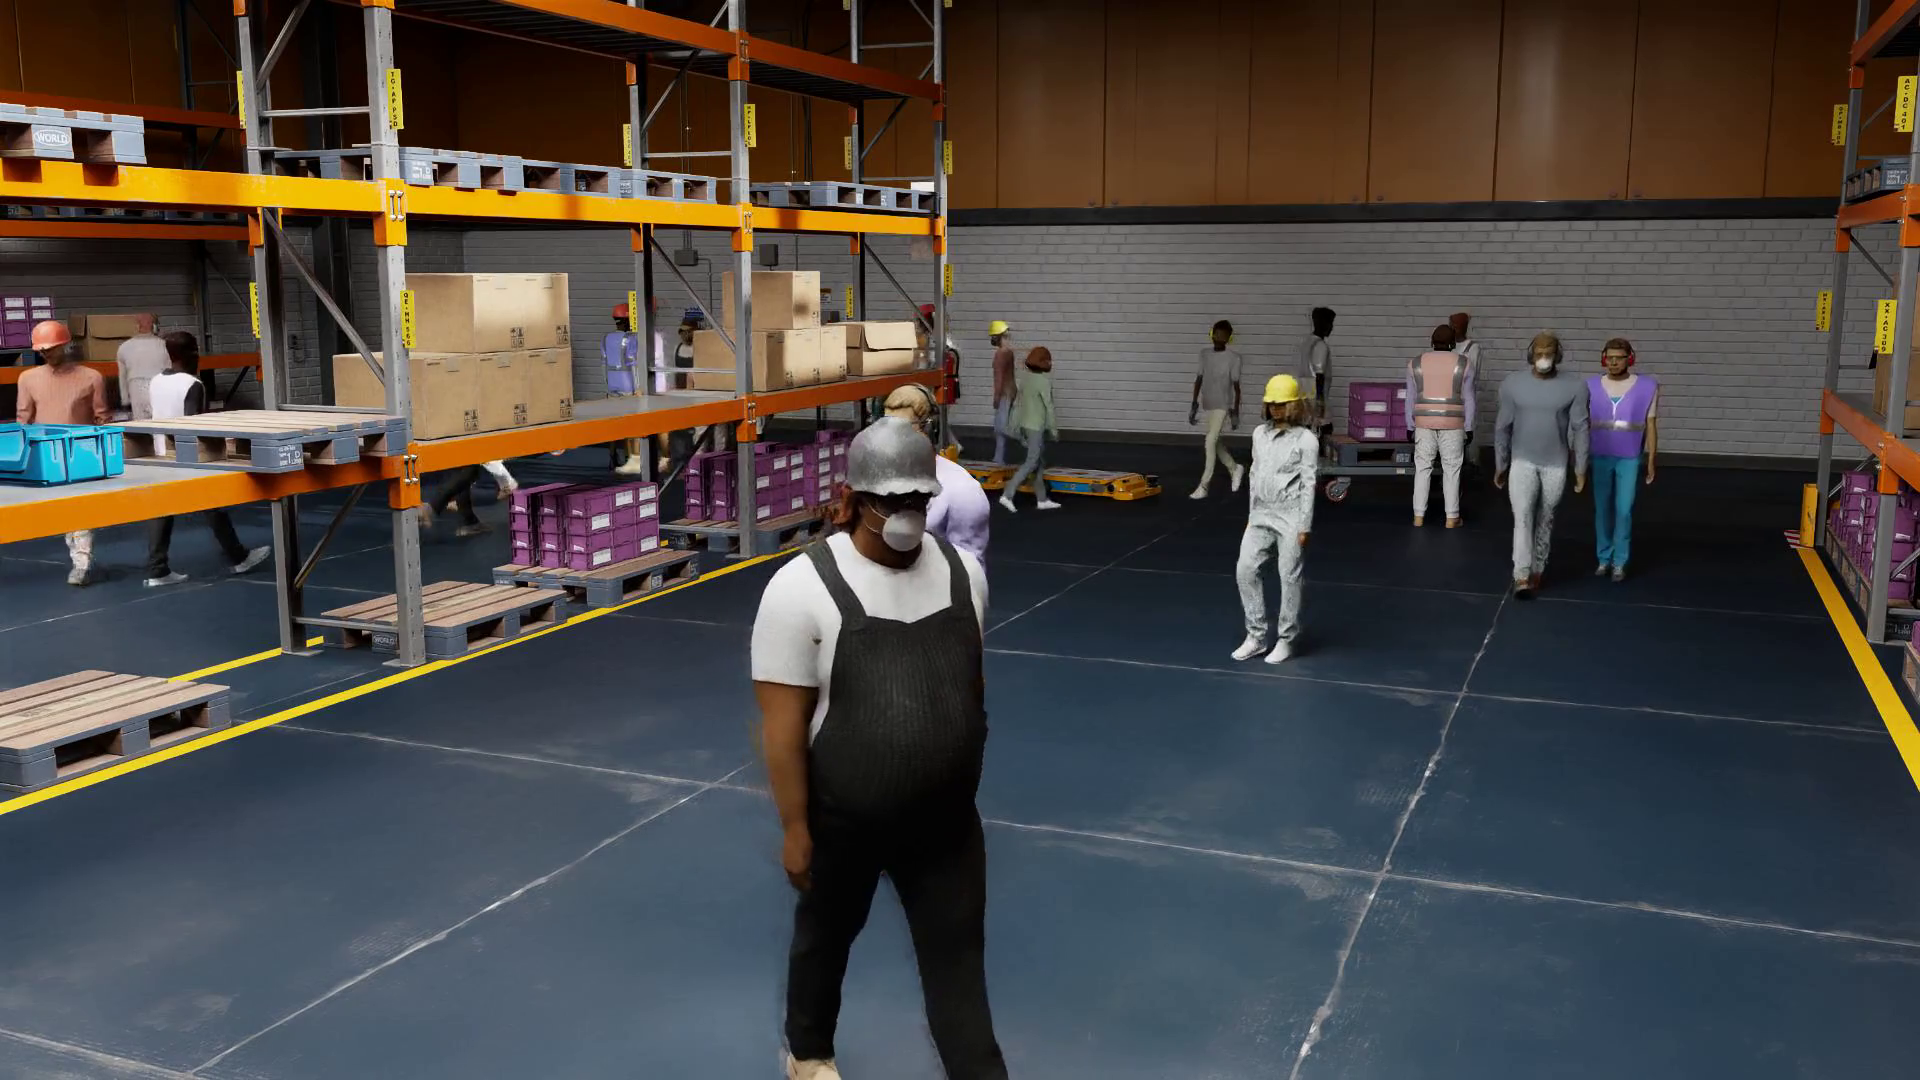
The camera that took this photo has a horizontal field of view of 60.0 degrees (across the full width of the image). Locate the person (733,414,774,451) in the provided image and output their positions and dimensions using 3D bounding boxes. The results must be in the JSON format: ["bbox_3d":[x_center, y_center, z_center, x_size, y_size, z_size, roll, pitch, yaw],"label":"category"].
[{"bbox_3d":[-2.106,-1.421,16.868,0.605,2.037,0.394,8,12,41],"label":"person"}]

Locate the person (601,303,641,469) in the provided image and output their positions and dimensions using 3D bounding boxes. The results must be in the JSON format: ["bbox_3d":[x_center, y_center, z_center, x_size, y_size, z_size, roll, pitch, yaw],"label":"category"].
[{"bbox_3d":[-3.898,-1.775,19.318,0.549,1.933,0.373,6,11,34],"label":"person"}]

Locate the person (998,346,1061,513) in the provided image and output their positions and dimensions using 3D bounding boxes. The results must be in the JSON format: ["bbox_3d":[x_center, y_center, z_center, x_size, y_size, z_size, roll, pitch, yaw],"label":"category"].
[{"bbox_3d":[0.661,-1.063,15.984,0.701,1.603,0.502,-4,10,-23],"label":"person"}]

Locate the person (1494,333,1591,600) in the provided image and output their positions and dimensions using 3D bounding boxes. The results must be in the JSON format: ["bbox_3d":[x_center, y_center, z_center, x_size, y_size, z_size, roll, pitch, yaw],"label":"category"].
[{"bbox_3d":[4.156,-0.525,11.895,0.653,1.882,1.007,3,10,19],"label":"person"}]

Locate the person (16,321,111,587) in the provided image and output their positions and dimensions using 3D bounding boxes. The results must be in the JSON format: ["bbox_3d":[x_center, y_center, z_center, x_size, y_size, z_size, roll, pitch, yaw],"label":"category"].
[{"bbox_3d":[-6.650,-0.626,12.284,0.620,1.952,0.862,-1,9,-8],"label":"person"}]

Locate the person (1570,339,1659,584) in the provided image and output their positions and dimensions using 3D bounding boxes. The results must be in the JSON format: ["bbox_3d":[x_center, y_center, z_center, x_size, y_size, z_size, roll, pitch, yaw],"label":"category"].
[{"bbox_3d":[4.895,-0.592,12.490,0.598,1.816,0.715,5,11,30],"label":"person"}]

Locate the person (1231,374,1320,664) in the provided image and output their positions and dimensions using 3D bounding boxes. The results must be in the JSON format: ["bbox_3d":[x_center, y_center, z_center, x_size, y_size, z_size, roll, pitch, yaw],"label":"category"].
[{"bbox_3d":[1.847,-0.111,9.815,0.491,1.726,0.513,-8,12,-41],"label":"person"}]

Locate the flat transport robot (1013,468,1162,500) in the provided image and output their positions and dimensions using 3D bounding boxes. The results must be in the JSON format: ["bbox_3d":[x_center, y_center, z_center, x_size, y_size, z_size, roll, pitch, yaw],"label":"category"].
[{"bbox_3d":[1.294,-0.590,17.166,1.431,0.197,0.652,6,11,32],"label":"flat transport robot"}]

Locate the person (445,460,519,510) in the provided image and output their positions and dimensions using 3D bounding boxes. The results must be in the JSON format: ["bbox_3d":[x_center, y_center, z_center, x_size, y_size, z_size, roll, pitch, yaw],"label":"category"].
[{"bbox_3d":[-4.741,-1.227,16.410,0.618,1.812,0.922,8,12,39],"label":"person"}]

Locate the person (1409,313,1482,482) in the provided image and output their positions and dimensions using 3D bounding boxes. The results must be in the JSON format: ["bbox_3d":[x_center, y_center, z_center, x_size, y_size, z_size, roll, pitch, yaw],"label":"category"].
[{"bbox_3d":[5.376,-1.540,18.139,0.851,1.847,0.578,-4,10,-22],"label":"person"}]

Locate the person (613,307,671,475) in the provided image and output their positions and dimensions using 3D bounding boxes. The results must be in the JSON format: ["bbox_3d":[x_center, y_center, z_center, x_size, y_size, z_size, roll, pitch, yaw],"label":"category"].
[{"bbox_3d":[-3.606,-1.706,18.636,0.792,2.016,0.641,-6,11,-31],"label":"person"}]

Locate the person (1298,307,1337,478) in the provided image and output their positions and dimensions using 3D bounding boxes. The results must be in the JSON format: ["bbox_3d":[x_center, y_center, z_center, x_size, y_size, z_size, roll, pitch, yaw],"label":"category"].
[{"bbox_3d":[3.830,-1.624,18.451,0.874,1.934,0.613,-2,10,-10],"label":"person"}]

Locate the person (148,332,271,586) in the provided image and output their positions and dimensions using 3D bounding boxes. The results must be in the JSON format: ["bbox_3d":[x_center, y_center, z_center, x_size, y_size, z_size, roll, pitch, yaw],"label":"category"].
[{"bbox_3d":[-5.752,-0.624,12.527,0.618,1.868,0.966,6,11,31],"label":"person"}]

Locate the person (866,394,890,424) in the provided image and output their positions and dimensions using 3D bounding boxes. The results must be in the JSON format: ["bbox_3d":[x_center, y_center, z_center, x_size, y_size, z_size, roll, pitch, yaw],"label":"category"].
[{"bbox_3d":[-0.787,-1.435,17.803,0.533,1.759,0.343,-7,12,-36],"label":"person"}]

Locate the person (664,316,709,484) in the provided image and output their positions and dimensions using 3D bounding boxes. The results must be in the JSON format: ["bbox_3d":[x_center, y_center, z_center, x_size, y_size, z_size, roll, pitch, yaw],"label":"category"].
[{"bbox_3d":[-2.962,-1.489,17.928,0.530,1.819,0.680,6,11,34],"label":"person"}]

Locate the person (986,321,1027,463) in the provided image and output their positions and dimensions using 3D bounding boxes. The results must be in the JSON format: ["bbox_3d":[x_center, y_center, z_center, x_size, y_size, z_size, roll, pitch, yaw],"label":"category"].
[{"bbox_3d":[0.599,-1.660,19.200,0.669,1.732,0.559,2,10,11],"label":"person"}]

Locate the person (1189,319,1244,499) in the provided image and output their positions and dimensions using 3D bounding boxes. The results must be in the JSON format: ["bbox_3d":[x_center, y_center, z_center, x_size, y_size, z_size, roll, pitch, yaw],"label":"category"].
[{"bbox_3d":[2.667,-1.349,17.046,0.550,1.833,0.823,9,13,44],"label":"person"}]

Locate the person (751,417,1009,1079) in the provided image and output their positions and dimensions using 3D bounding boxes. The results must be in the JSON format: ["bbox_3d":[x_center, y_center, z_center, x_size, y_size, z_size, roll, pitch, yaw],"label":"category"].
[{"bbox_3d":[-0.186,0.632,4.409,0.692,2.000,0.994,-5,10,-25],"label":"person"}]

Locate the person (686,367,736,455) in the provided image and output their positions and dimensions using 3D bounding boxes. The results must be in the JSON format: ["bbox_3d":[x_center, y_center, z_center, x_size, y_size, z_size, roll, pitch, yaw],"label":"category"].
[{"bbox_3d":[-2.488,-1.190,16.710,0.529,1.628,0.425,-1,9,-4],"label":"person"}]

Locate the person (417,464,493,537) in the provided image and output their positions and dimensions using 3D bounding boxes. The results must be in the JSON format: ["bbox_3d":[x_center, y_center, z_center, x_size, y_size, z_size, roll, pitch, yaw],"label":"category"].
[{"bbox_3d":[-4.410,-0.982,14.377,0.623,1.972,0.722,8,12,39],"label":"person"}]

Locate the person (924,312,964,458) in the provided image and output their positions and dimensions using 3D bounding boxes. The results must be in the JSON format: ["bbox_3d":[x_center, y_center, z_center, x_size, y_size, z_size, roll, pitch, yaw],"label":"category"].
[{"bbox_3d":[-0.258,-1.773,19.596,0.406,1.846,0.515,4,10,22],"label":"person"}]

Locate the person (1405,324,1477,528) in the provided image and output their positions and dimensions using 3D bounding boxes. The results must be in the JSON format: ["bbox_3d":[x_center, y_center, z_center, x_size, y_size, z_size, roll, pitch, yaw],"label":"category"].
[{"bbox_3d":[4.355,-1.029,15.083,0.631,1.843,0.429,4,10,25],"label":"person"}]

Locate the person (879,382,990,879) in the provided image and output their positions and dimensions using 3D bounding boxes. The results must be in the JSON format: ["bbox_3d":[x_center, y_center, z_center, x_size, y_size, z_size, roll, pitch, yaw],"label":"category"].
[{"bbox_3d":[-0.183,0.379,6.252,0.632,1.940,0.372,7,12,35],"label":"person"}]

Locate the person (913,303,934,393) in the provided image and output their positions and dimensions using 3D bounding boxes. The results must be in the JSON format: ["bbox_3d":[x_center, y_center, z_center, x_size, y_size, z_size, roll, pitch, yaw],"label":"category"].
[{"bbox_3d":[-0.456,-1.917,20.270,0.420,1.909,0.573,-6,11,-32],"label":"person"}]

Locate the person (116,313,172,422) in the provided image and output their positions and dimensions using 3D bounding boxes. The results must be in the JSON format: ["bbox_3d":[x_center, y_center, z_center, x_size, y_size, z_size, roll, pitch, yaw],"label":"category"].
[{"bbox_3d":[-8.778,-1.528,18.101,0.682,1.854,0.802,-1,9,-4],"label":"person"}]

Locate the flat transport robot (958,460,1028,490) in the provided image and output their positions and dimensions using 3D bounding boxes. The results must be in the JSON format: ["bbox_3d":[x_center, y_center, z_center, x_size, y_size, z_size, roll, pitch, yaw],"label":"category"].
[{"bbox_3d":[0.082,-0.723,17.974,1.431,0.197,0.652,9,13,42],"label":"flat transport robot"}]
